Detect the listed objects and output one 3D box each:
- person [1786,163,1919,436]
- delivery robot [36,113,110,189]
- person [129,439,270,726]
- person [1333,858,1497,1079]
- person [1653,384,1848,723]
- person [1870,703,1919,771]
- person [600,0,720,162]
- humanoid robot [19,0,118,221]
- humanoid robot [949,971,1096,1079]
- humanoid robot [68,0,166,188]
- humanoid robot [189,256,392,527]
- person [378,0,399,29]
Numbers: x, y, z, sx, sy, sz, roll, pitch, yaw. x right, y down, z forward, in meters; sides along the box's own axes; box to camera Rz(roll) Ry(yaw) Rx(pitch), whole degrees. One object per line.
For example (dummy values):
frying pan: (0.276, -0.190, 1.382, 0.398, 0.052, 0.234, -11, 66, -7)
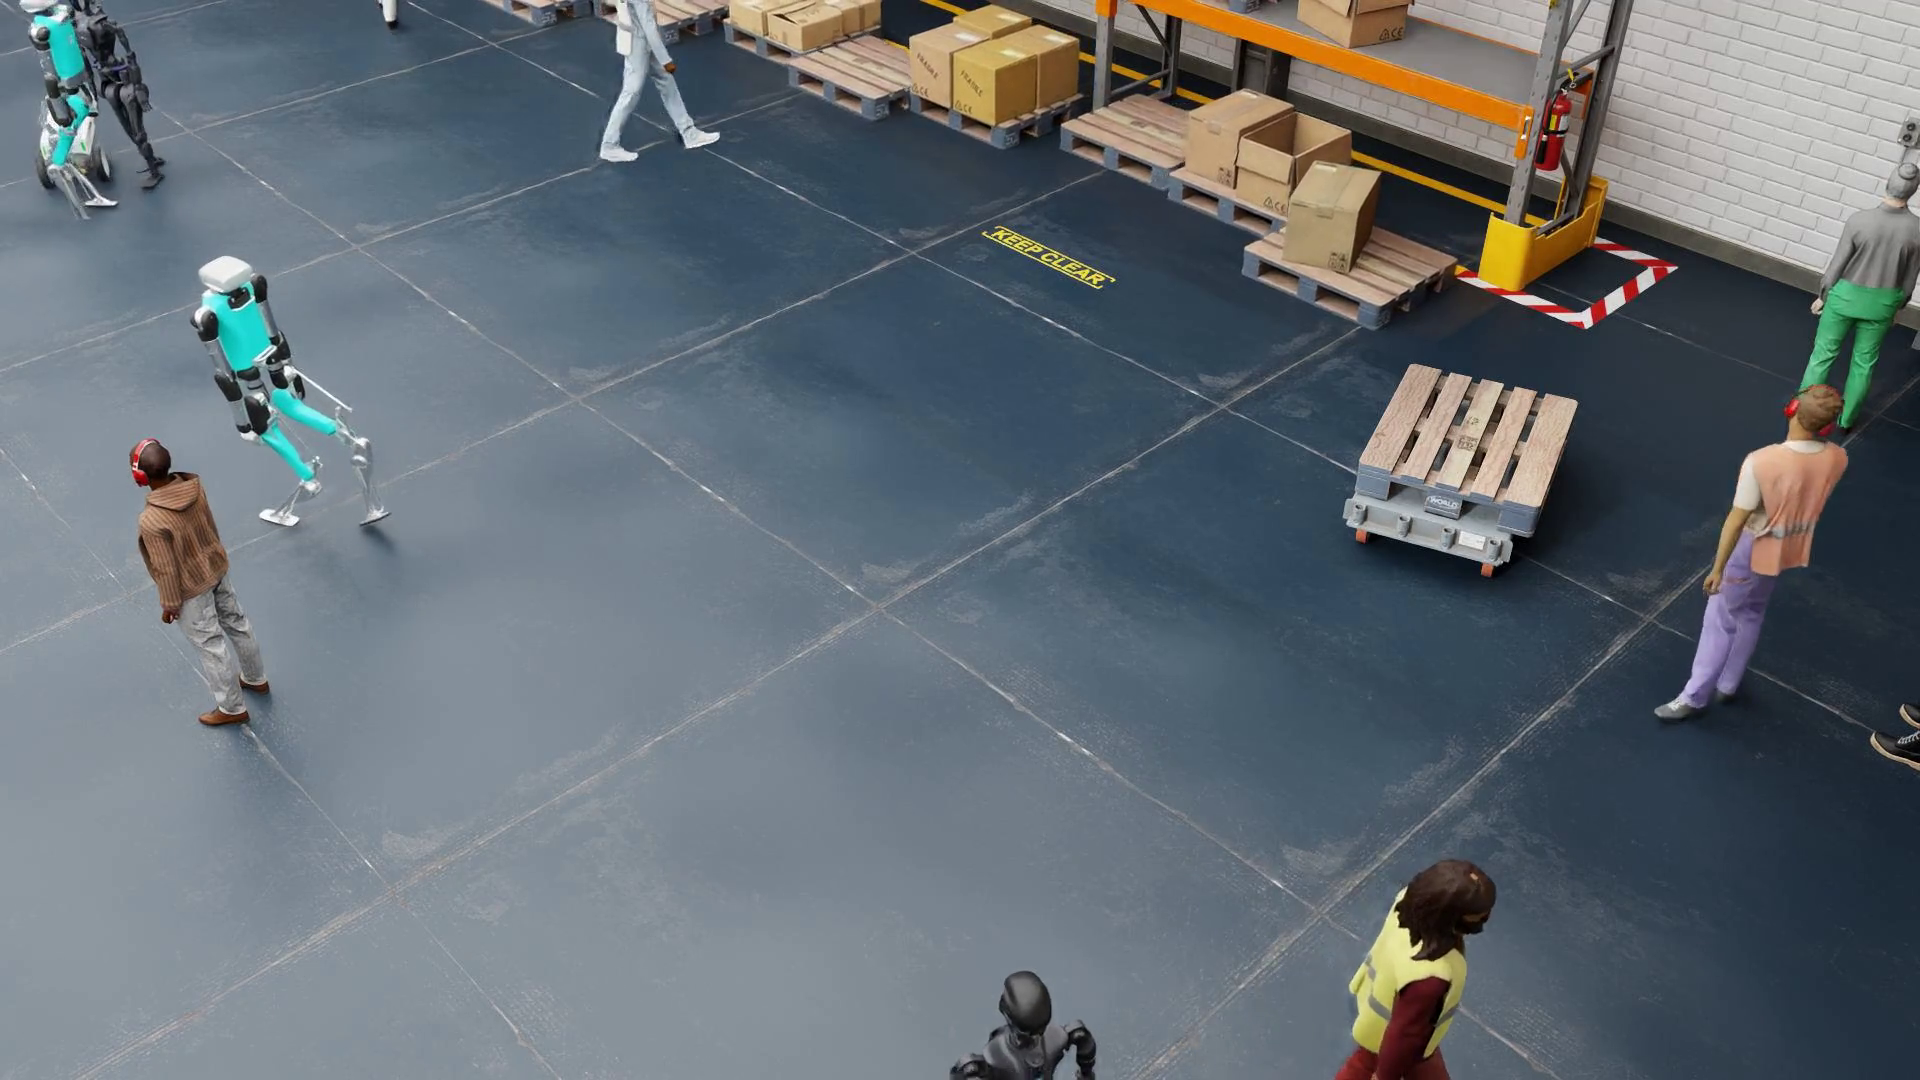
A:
person: (5.526, -1.478, 10.189, 0.513, 1.839, 0.340, 12, 39, 16)
delivery robot: (-7.266, -3.249, 13.577, 0.499, 0.570, 0.747, -12, 39, -15)
person: (-3.714, 0.211, 8.105, 0.334, 1.651, 0.457, 7, 38, 9)
person: (1.728, 1.759, 5.975, 0.767, 1.745, 0.478, 4, 37, 5)
person: (3.856, 0.107, 8.123, 0.763, 1.807, 0.387, -14, 39, -18)
person: (4.817, 0.259, 7.784, 0.612, 1.963, 0.361, -26, 44, -30)
person: (-2.560, -4.000, 13.510, 1.022, 1.865, 0.590, -7, 38, -9)
humanoid robot: (-6.910, -3.285, 12.702, 0.660, 1.845, 0.530, 1, 37, 2)
humanoid robot: (0.206, 2.092, 5.650, 0.590, 1.649, 0.773, -14, 39, -17)
humanoid robot: (-6.655, -3.660, 13.226, 0.599, 1.640, 0.453, 12, 39, 15)
humanoid robot: (-3.664, -0.725, 9.312, 1.015, 1.775, 0.536, 11, 38, 14)
person: (-5.700, -5.908, 16.148, 0.553, 1.728, 0.960, -6, 37, -8)
